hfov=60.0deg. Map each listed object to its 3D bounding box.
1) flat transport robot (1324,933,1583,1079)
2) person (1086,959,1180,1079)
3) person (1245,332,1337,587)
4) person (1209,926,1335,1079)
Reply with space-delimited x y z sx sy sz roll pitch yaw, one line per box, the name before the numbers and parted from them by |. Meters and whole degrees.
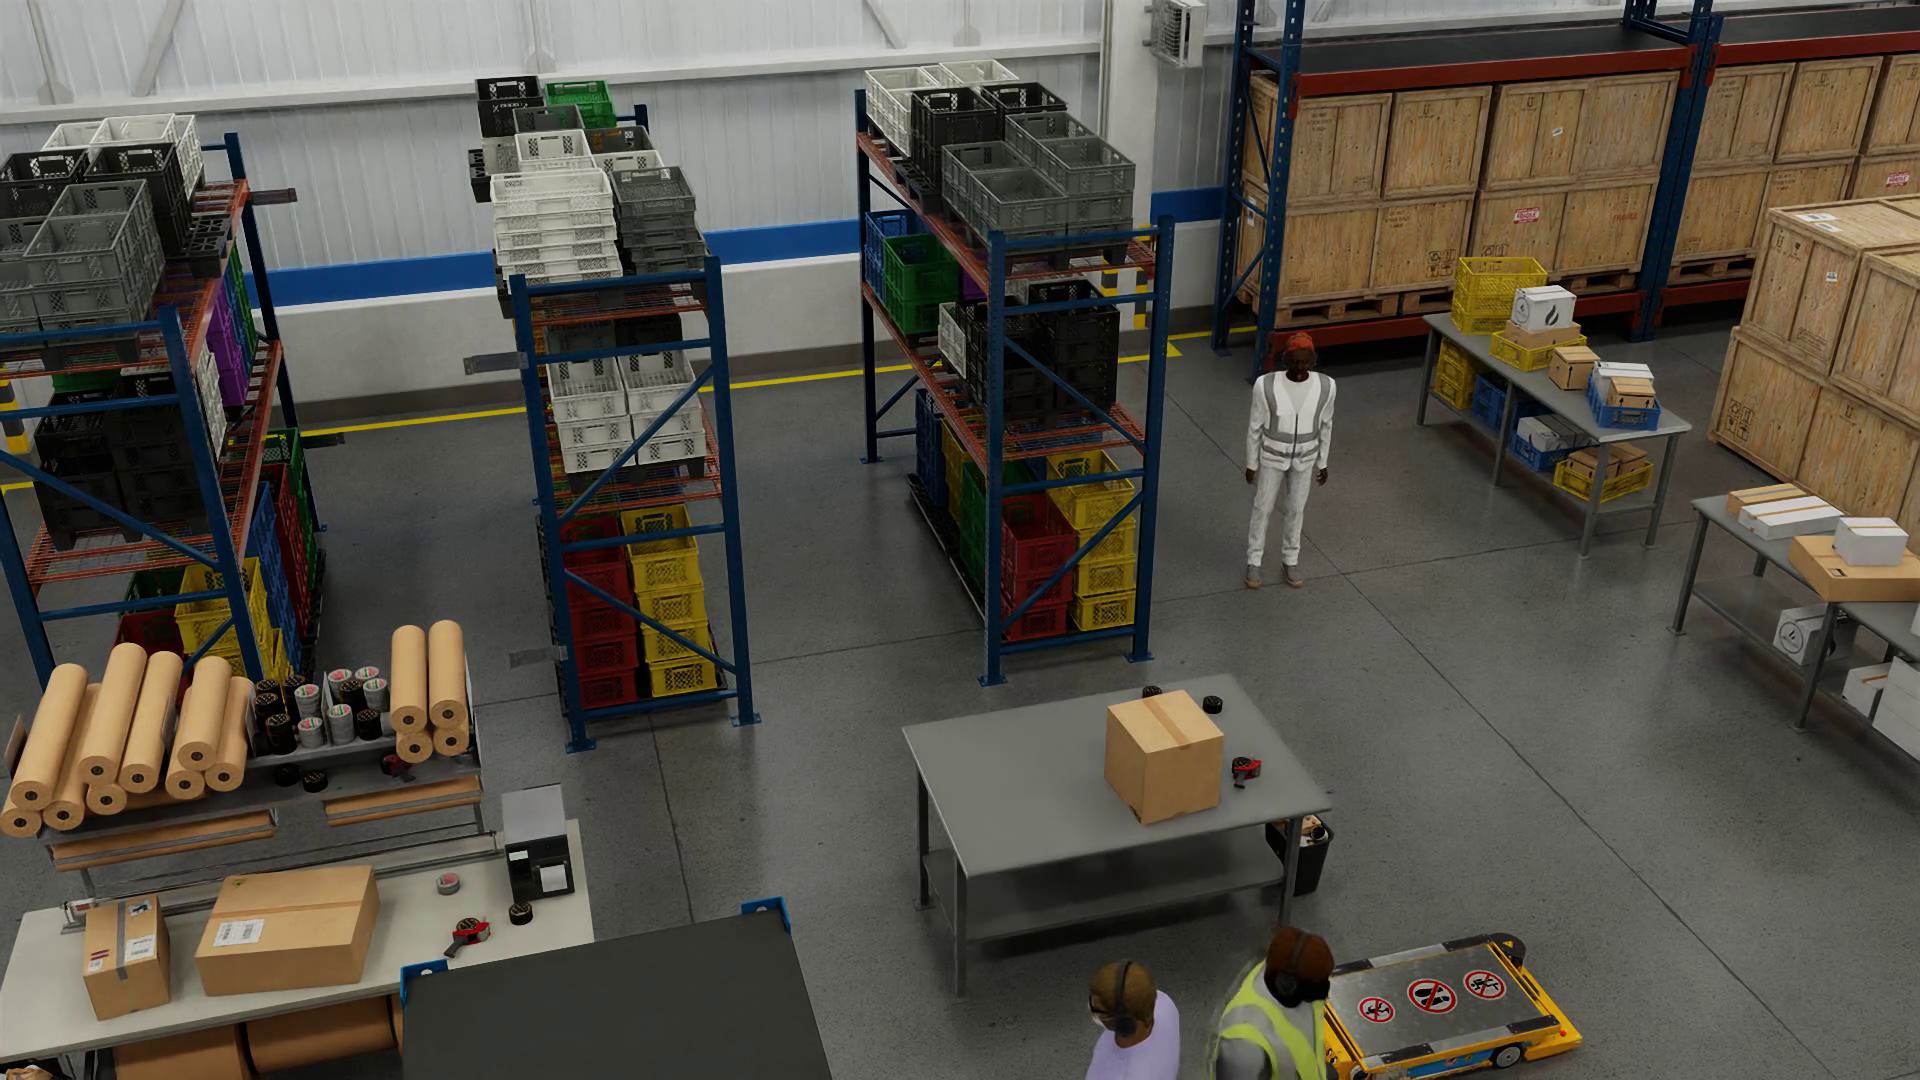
flat transport robot | 2.184 2.282 7.980 1.431 0.197 0.652 -8 30 -14
person | 0.606 2.321 6.196 0.372 1.937 0.627 8 30 15
person | 2.257 -0.543 11.461 0.578 1.879 0.346 0 29 -1
person | 1.294 2.250 6.437 0.672 1.818 0.646 15 32 26
